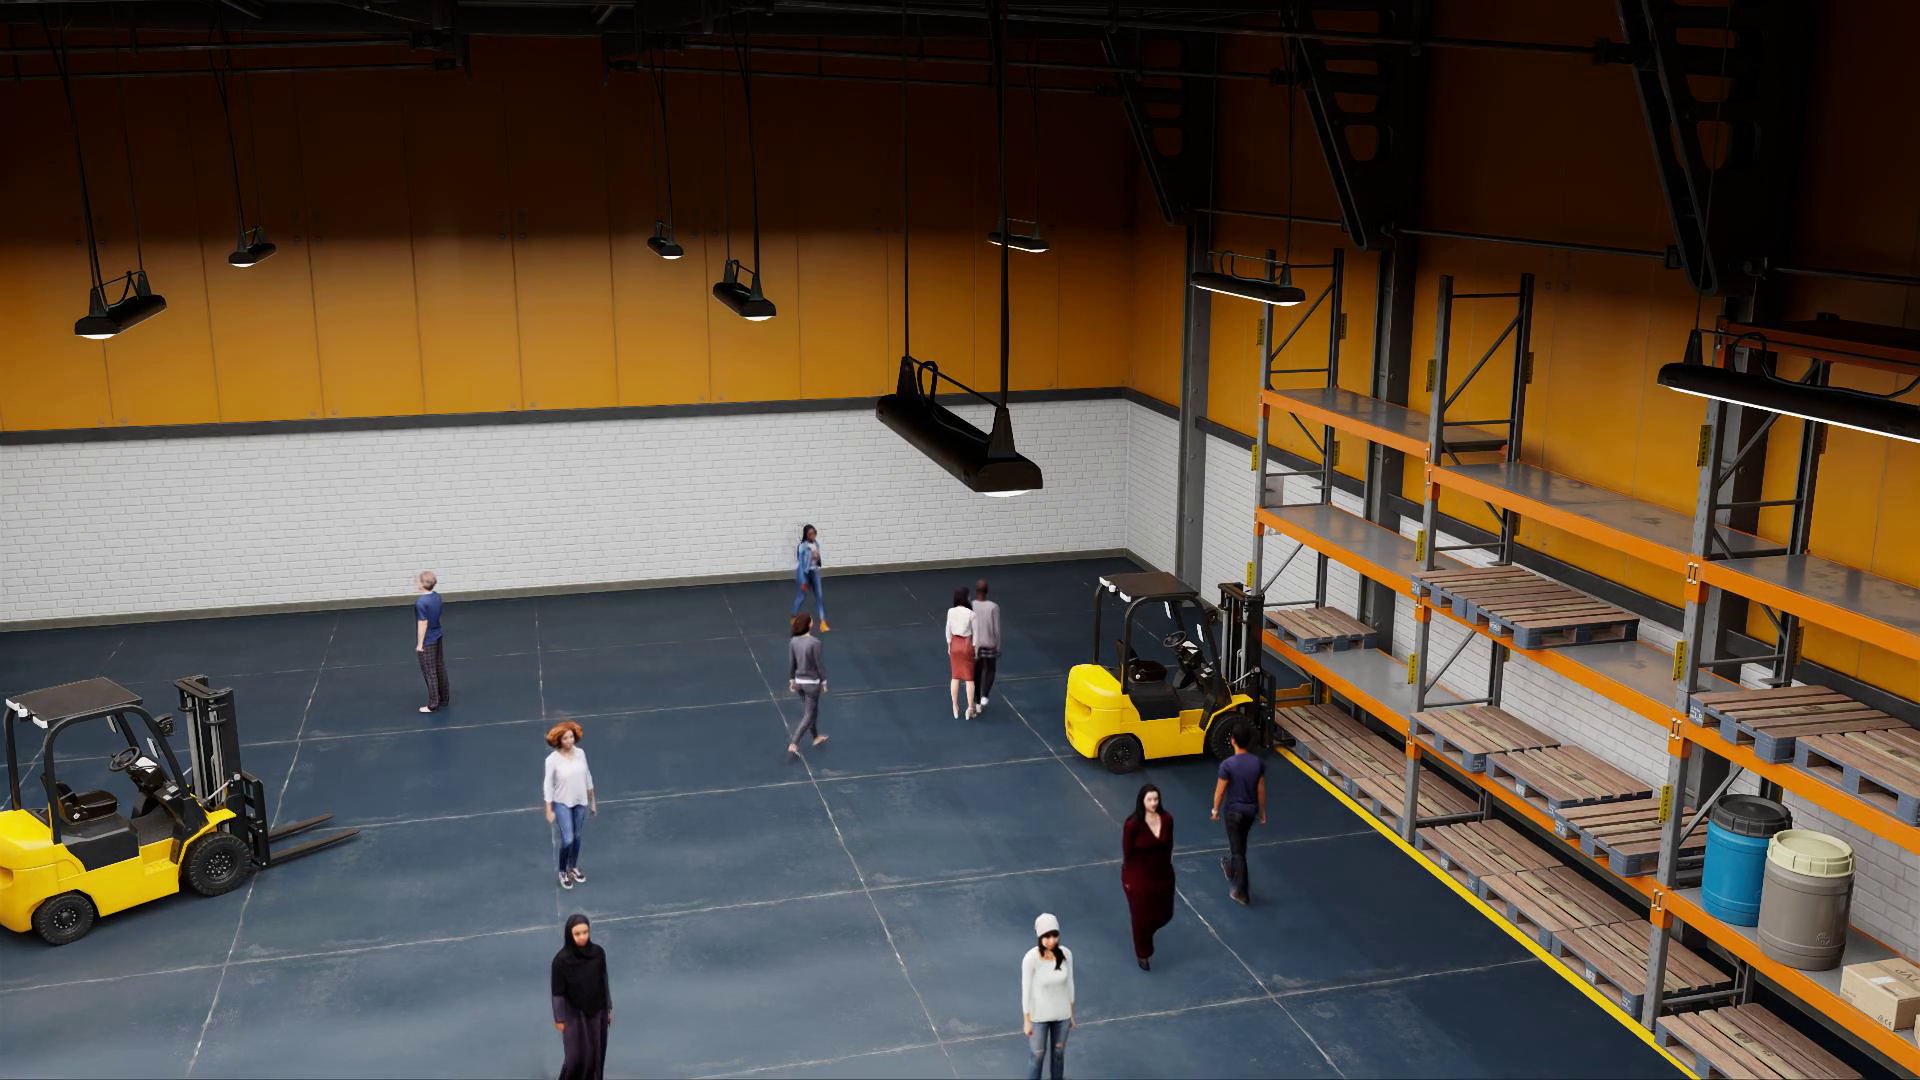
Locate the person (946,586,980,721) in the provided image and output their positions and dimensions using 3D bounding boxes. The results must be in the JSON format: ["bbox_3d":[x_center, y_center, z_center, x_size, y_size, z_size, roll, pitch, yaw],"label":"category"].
[{"bbox_3d":[0.042,1.447,21.414,0.669,1.750,0.712,6,15,24],"label":"person"}]

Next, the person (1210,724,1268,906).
[{"bbox_3d":[2.767,2.696,16.220,0.715,1.766,0.987,-5,14,-19],"label":"person"}]

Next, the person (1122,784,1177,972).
[{"bbox_3d":[1.652,3.003,14.993,0.669,1.748,0.746,-4,14,-18],"label":"person"}]

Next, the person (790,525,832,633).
[{"bbox_3d":[-2.357,0.575,25.175,1.178,1.676,1.001,10,17,36],"label":"person"}]

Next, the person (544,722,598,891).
[{"bbox_3d":[-3.970,2.612,16.714,0.748,1.698,0.769,-13,19,-43],"label":"person"}]

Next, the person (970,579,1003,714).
[{"bbox_3d":[0.291,1.398,21.583,0.771,1.766,0.789,2,14,8],"label":"person"}]

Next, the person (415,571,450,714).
[{"bbox_3d":[-6.914,1.309,21.724,0.799,1.872,0.660,3,14,13],"label":"person"}]

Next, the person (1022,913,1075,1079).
[{"bbox_3d":[0.676,3.611,12.695,0.566,1.647,0.486,-5,14,-18],"label":"person"}]

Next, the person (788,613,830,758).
[{"bbox_3d":[-1.880,1.770,20.106,1.105,1.737,1.141,9,16,32],"label":"person"}]

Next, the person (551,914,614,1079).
[{"bbox_3d":[-2.924,3.603,12.812,0.754,1.609,0.856,-10,17,-37],"label":"person"}]
